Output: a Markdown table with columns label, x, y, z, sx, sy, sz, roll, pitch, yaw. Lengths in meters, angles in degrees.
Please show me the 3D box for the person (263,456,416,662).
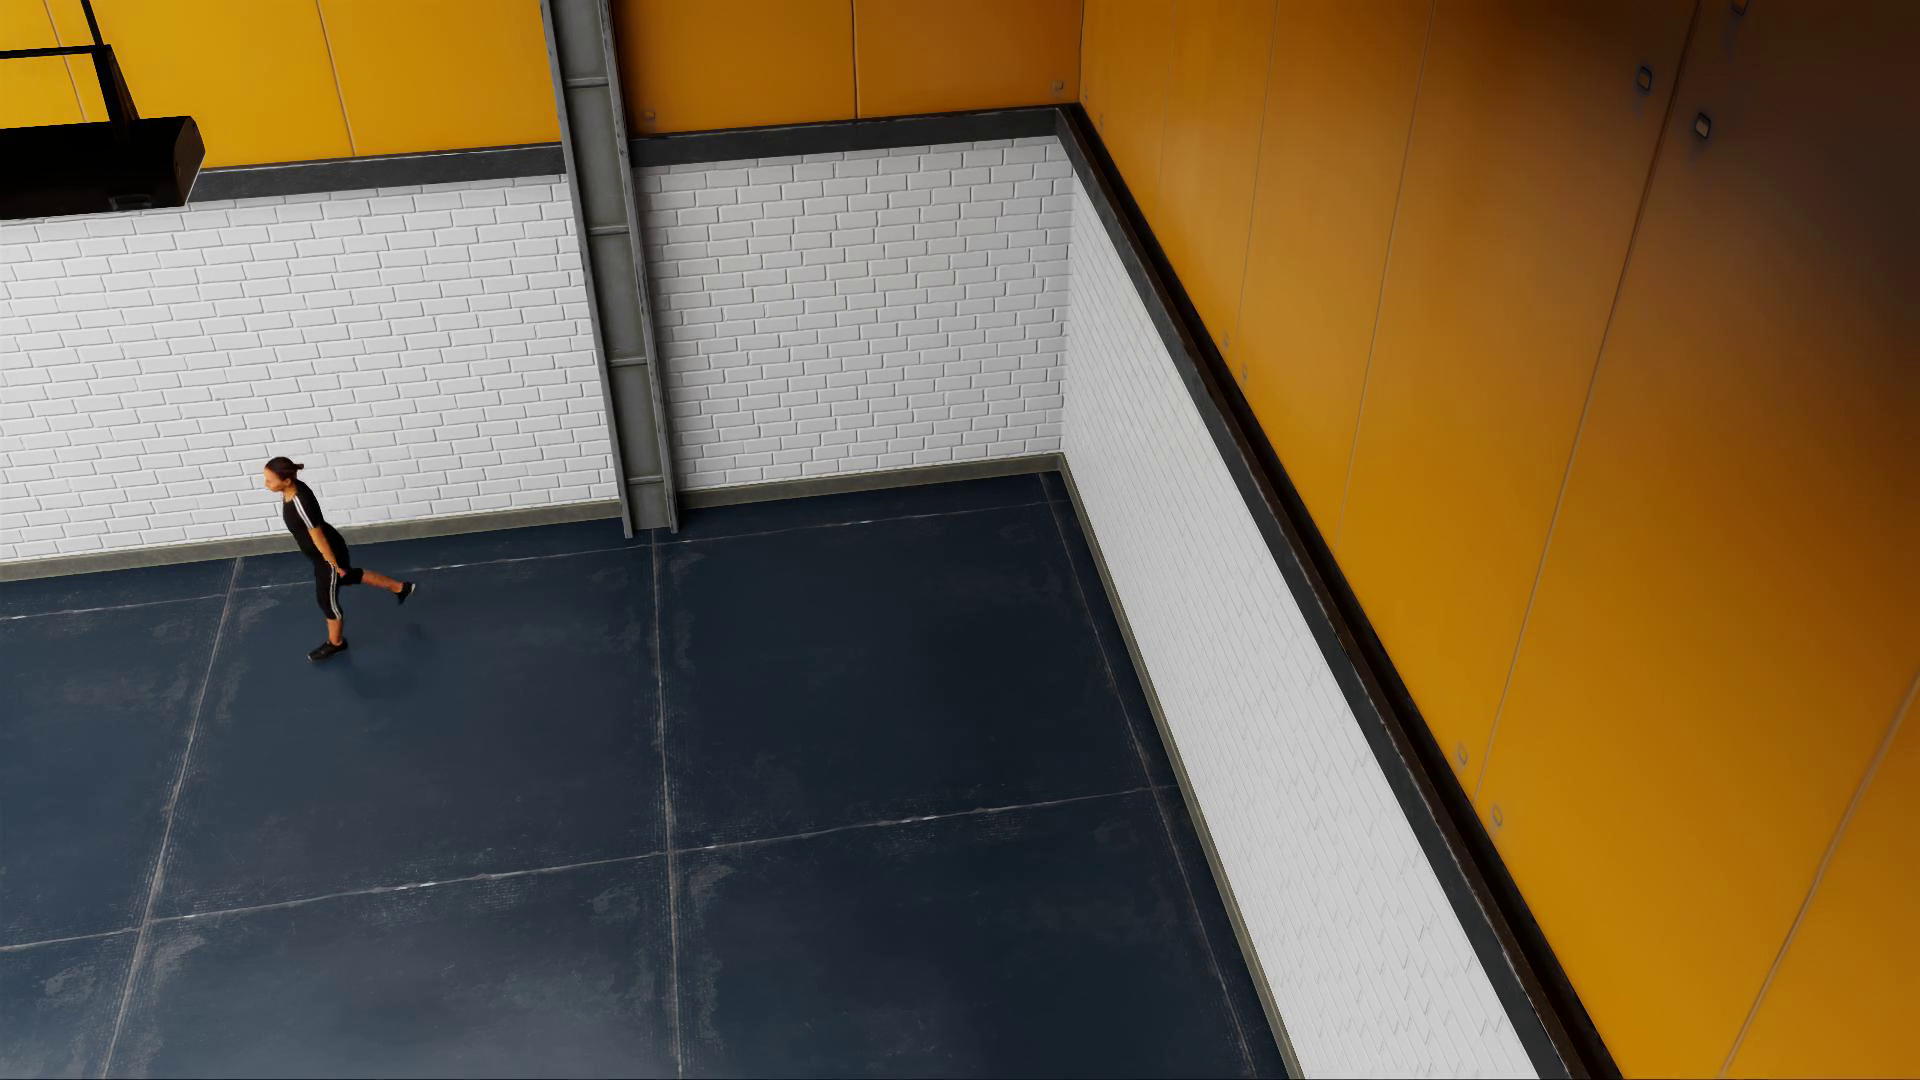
| label | x | y | z | sx | sy | sz | roll | pitch | yaw |
| --- | --- | --- | --- | --- | --- | --- | --- | --- | --- |
| person | -4.094 | 0.065 | 10.952 | 1.110 | 1.634 | 0.842 | -17 | 42 | -20 |
